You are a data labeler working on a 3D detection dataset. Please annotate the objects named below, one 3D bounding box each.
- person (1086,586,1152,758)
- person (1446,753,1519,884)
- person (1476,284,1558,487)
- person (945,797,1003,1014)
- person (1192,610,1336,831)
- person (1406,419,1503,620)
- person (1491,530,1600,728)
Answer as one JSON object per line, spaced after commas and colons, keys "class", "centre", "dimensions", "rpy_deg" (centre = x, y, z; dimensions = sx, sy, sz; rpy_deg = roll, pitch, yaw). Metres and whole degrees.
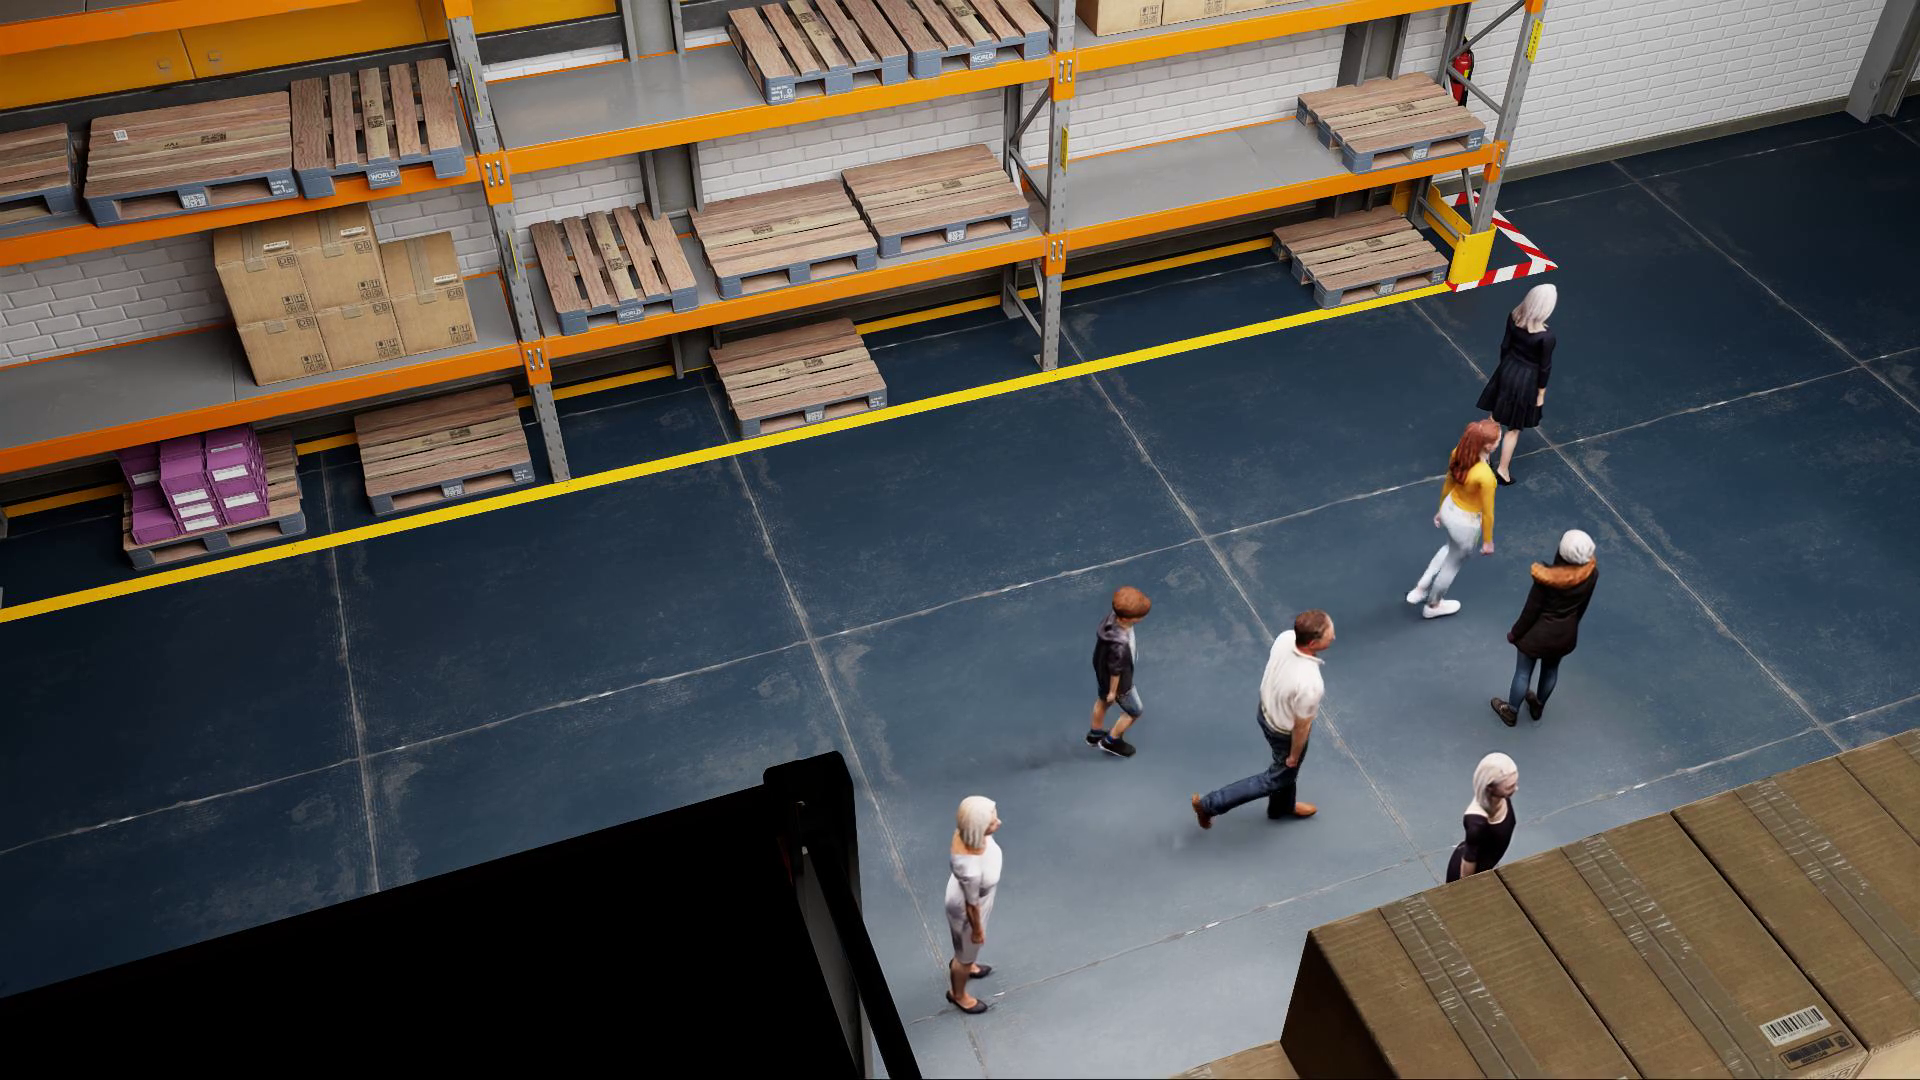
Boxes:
{"class": "person", "centre": [0.899, 0.818, 10.254], "dimensions": [0.617, 1.435, 0.609], "rpy_deg": [-4, 44, -4]}
{"class": "person", "centre": [2.739, 1.776, 8.963], "dimensions": [0.710, 1.830, 0.645], "rpy_deg": [19, 47, 19]}
{"class": "person", "centre": [4.056, -1.128, 12.072], "dimensions": [0.634, 1.746, 0.655], "rpy_deg": [-24, 49, -23]}
{"class": "person", "centre": [0.049, 1.931, 8.860], "dimensions": [0.633, 1.748, 0.634], "rpy_deg": [2, 44, 2]}
{"class": "person", "centre": [1.795, 1.089, 9.683], "dimensions": [1.125, 1.831, 0.801], "rpy_deg": [-6, 44, -6]}
{"class": "person", "centre": [3.236, -0.084, 10.980], "dimensions": [0.624, 1.740, 0.588], "rpy_deg": [-13, 45, -13]}
{"class": "person", "centre": [3.675, 0.551, 10.392], "dimensions": [0.585, 1.633, 0.721], "rpy_deg": [-8, 44, -8]}
